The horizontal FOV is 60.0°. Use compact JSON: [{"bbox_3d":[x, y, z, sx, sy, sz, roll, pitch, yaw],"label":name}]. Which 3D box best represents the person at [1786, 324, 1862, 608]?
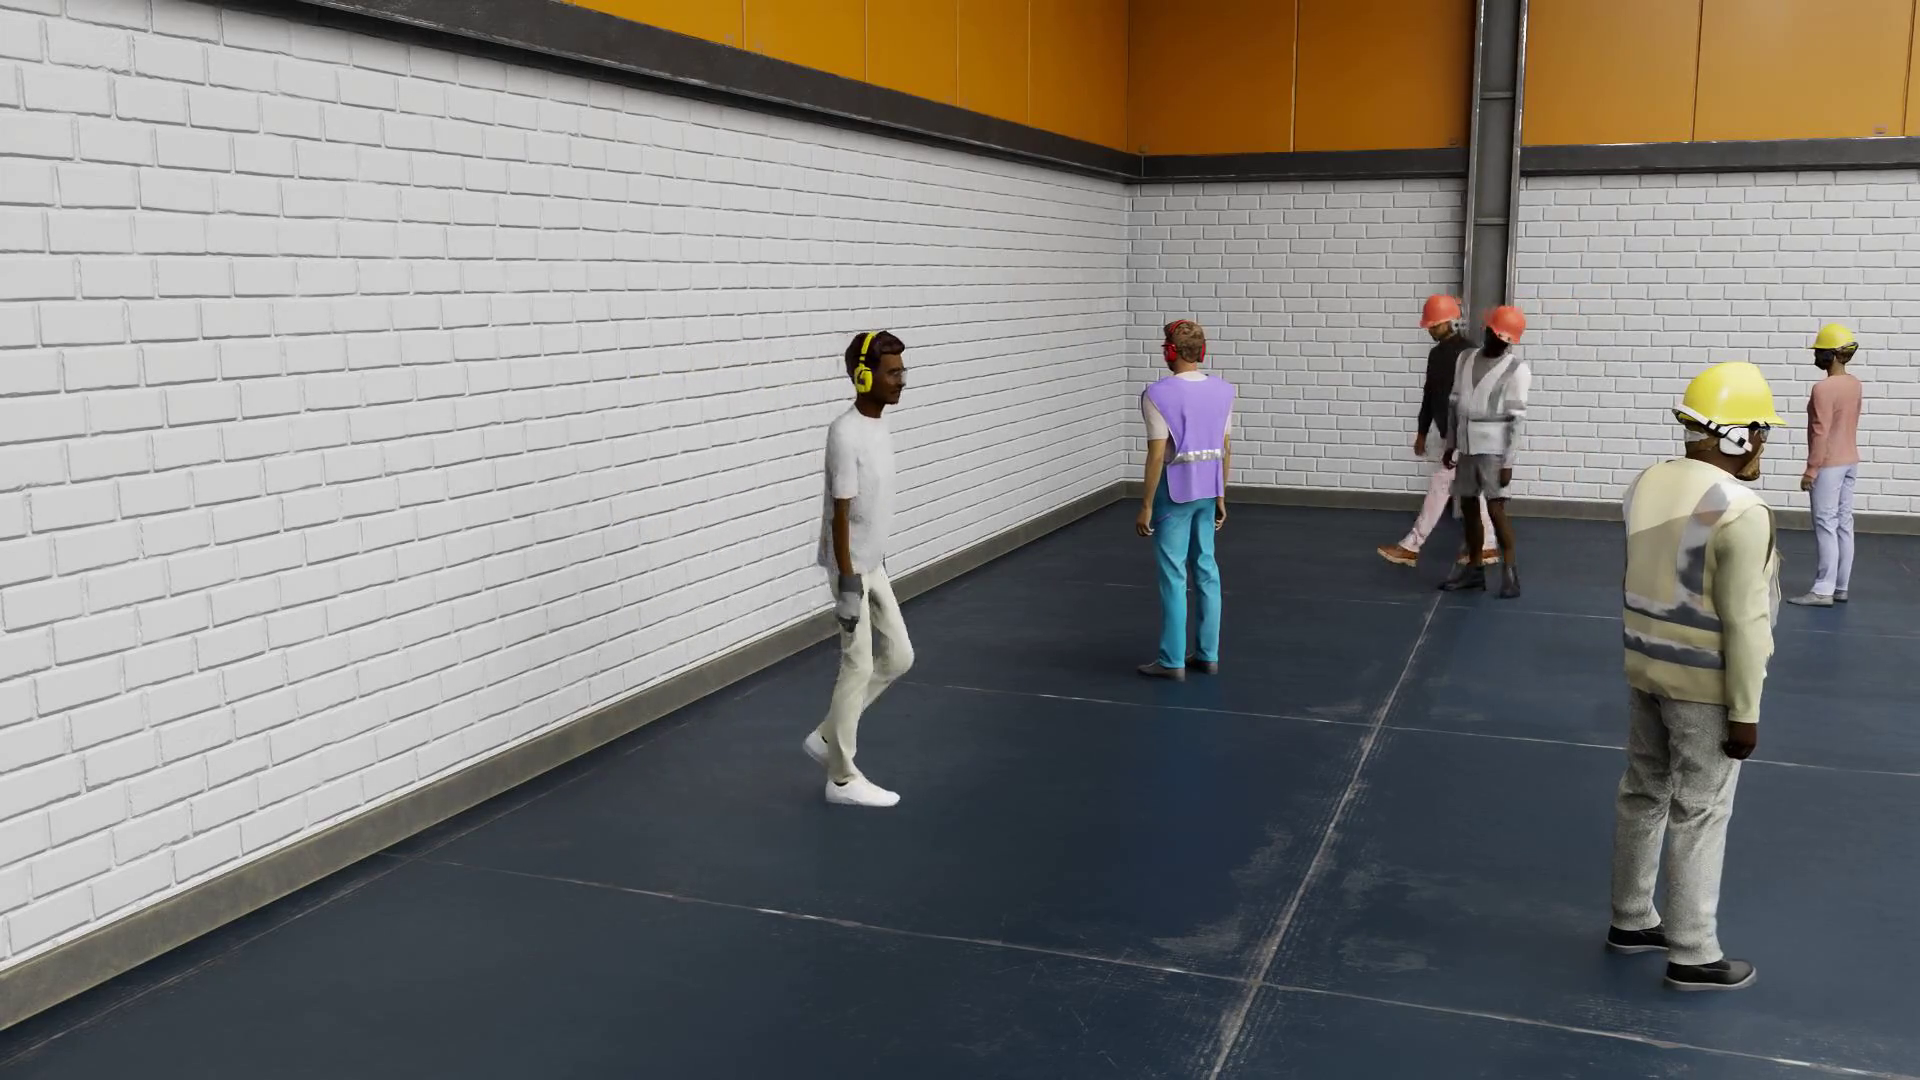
[{"bbox_3d":[5.425,-0.460,10.405,0.526,1.769,0.328,-7,11,-37],"label":"person"}]

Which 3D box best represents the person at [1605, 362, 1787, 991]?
[{"bbox_3d":[2.152,0.397,4.852,0.403,1.826,0.590,-2,9,-11],"label":"person"}]

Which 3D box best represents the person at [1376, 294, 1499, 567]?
[{"bbox_3d":[3.418,-0.756,11.749,0.979,1.922,0.623,-1,9,-5],"label":"person"}]

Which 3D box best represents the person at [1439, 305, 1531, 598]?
[{"bbox_3d":[3.419,-0.566,10.740,0.393,1.885,0.630,-5,10,-29],"label":"person"}]

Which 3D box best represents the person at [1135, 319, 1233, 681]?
[{"bbox_3d":[1.159,-0.198,8.508,0.570,1.843,0.373,-6,11,-34],"label":"person"}]

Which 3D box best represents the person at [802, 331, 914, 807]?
[{"bbox_3d":[-0.380,0.121,6.450,0.395,1.860,0.573,2,9,14],"label":"person"}]
